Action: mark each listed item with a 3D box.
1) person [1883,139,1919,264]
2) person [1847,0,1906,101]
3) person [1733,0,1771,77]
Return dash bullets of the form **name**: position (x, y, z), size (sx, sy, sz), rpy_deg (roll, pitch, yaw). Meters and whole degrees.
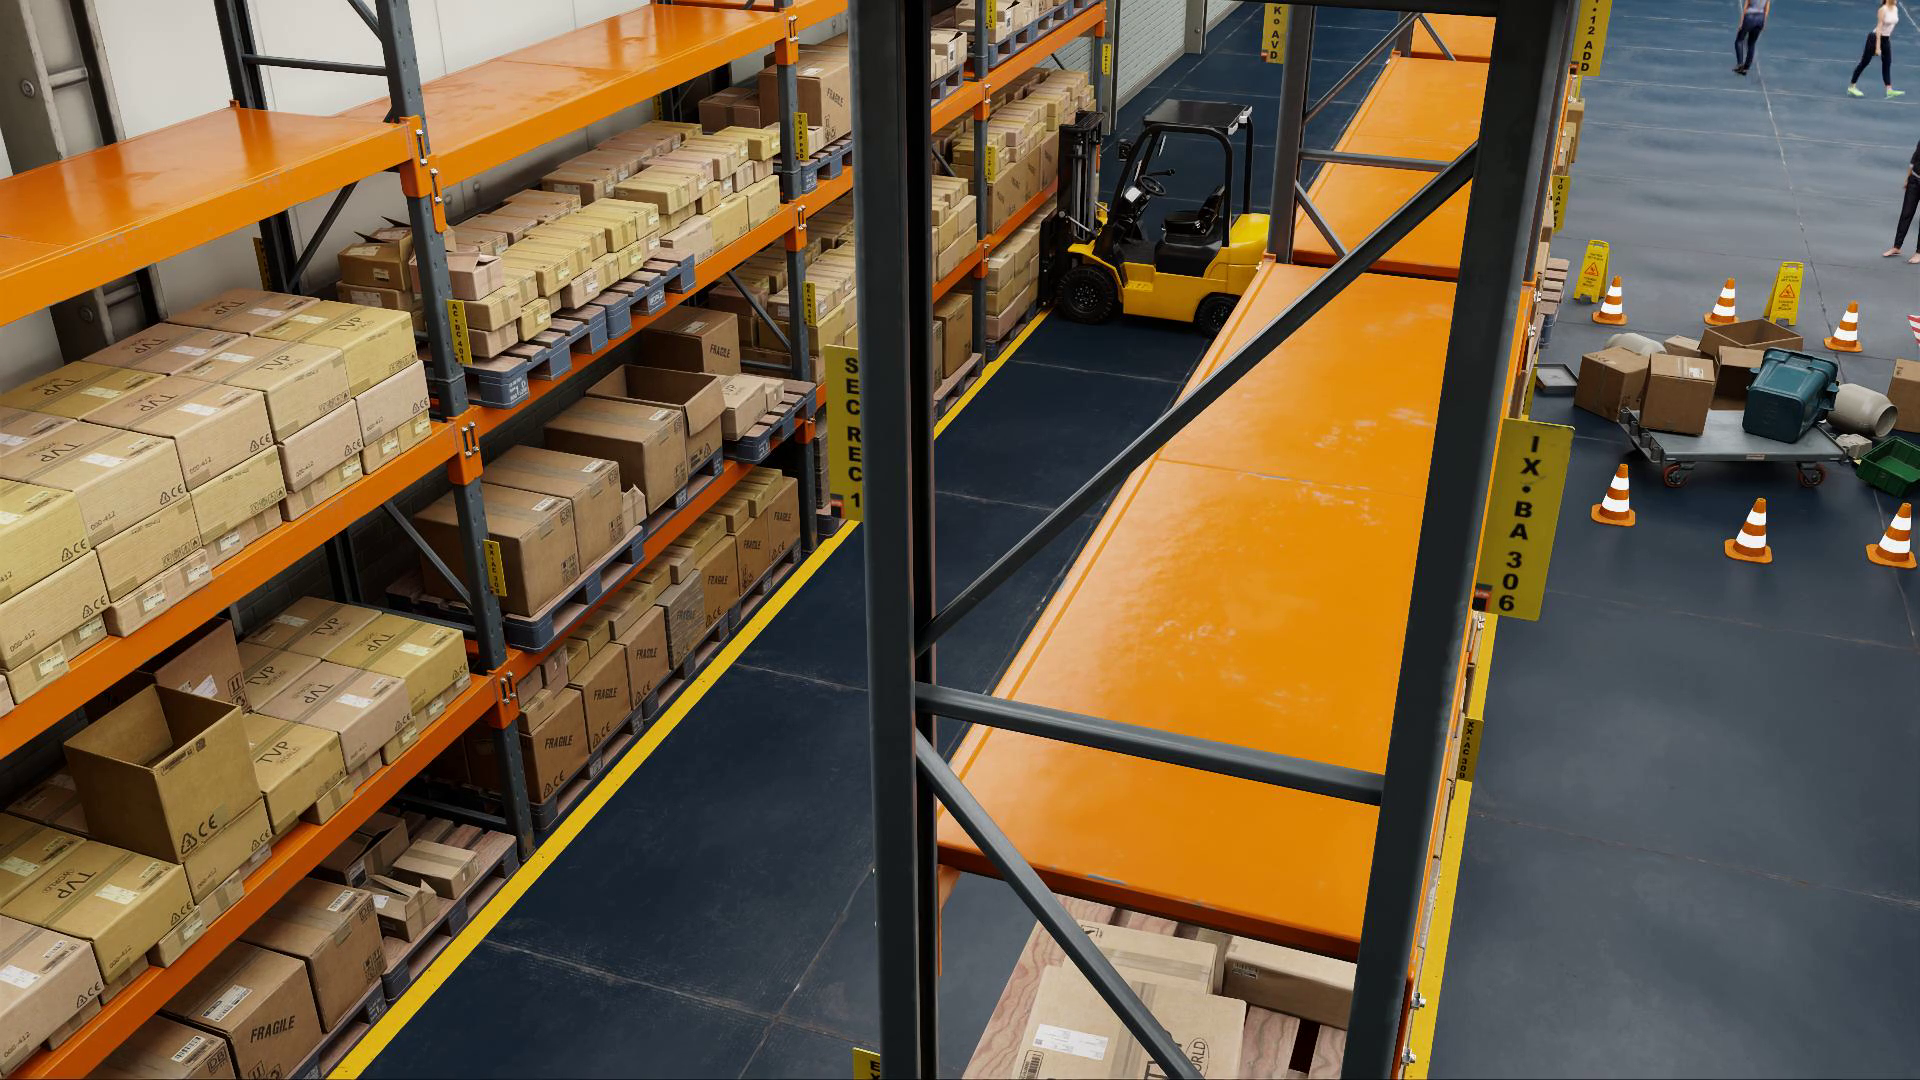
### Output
- **person**: position (10.986, -4.058, 18.909), size (0.676, 1.765, 0.668), rpy_deg (-21, 35, -34)
- **person**: position (14.214, -7.729, 25.911), size (1.116, 1.664, 1.125), rpy_deg (-16, 32, -27)
- **person**: position (13.038, -8.480, 27.272), size (0.680, 1.710, 0.666), rpy_deg (0, 28, 1)
